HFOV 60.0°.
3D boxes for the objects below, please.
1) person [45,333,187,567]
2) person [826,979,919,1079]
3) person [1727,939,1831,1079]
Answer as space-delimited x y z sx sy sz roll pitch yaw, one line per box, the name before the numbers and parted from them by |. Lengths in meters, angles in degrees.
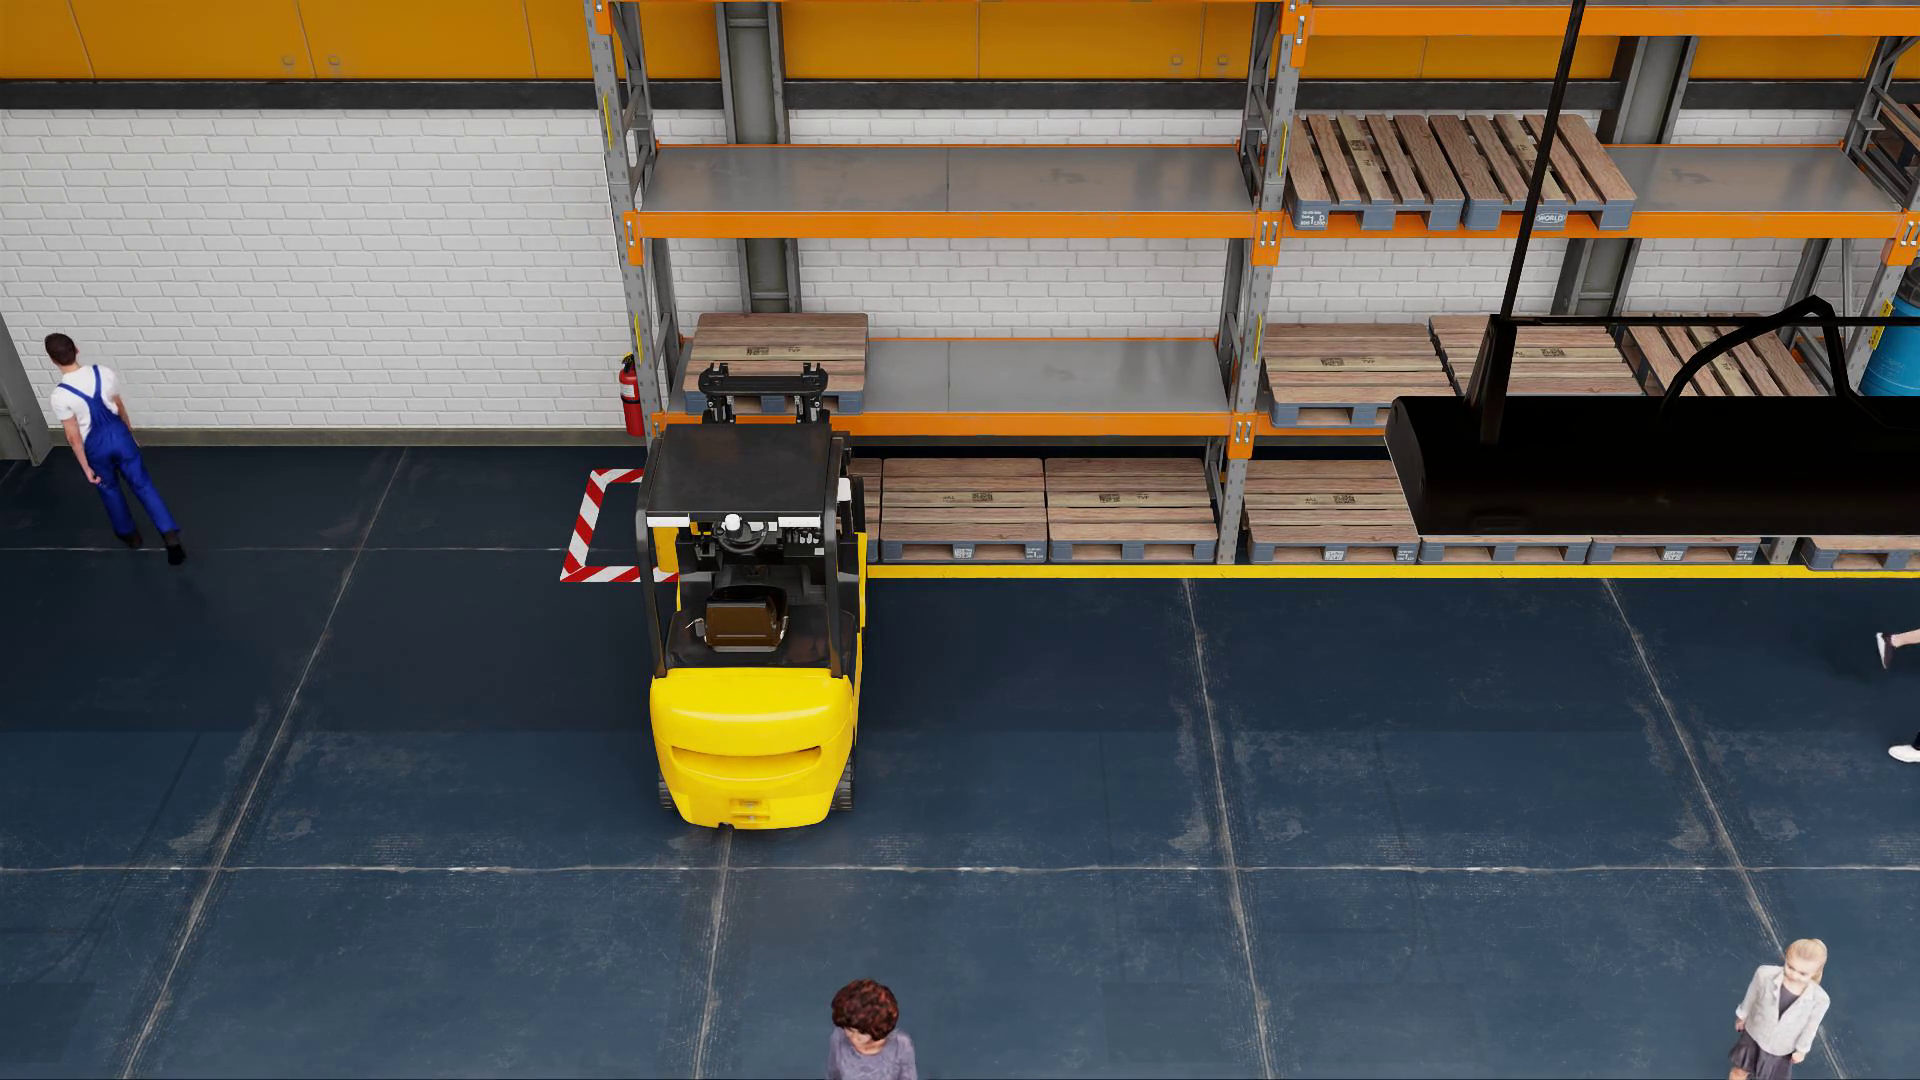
person | -5.851 -0.599 11.521 1.214 1.830 1.126 29 47 31
person | -0.363 2.566 7.662 0.835 1.699 0.765 8 39 10
person | 4.036 2.400 8.220 0.749 1.264 0.793 28 46 31
